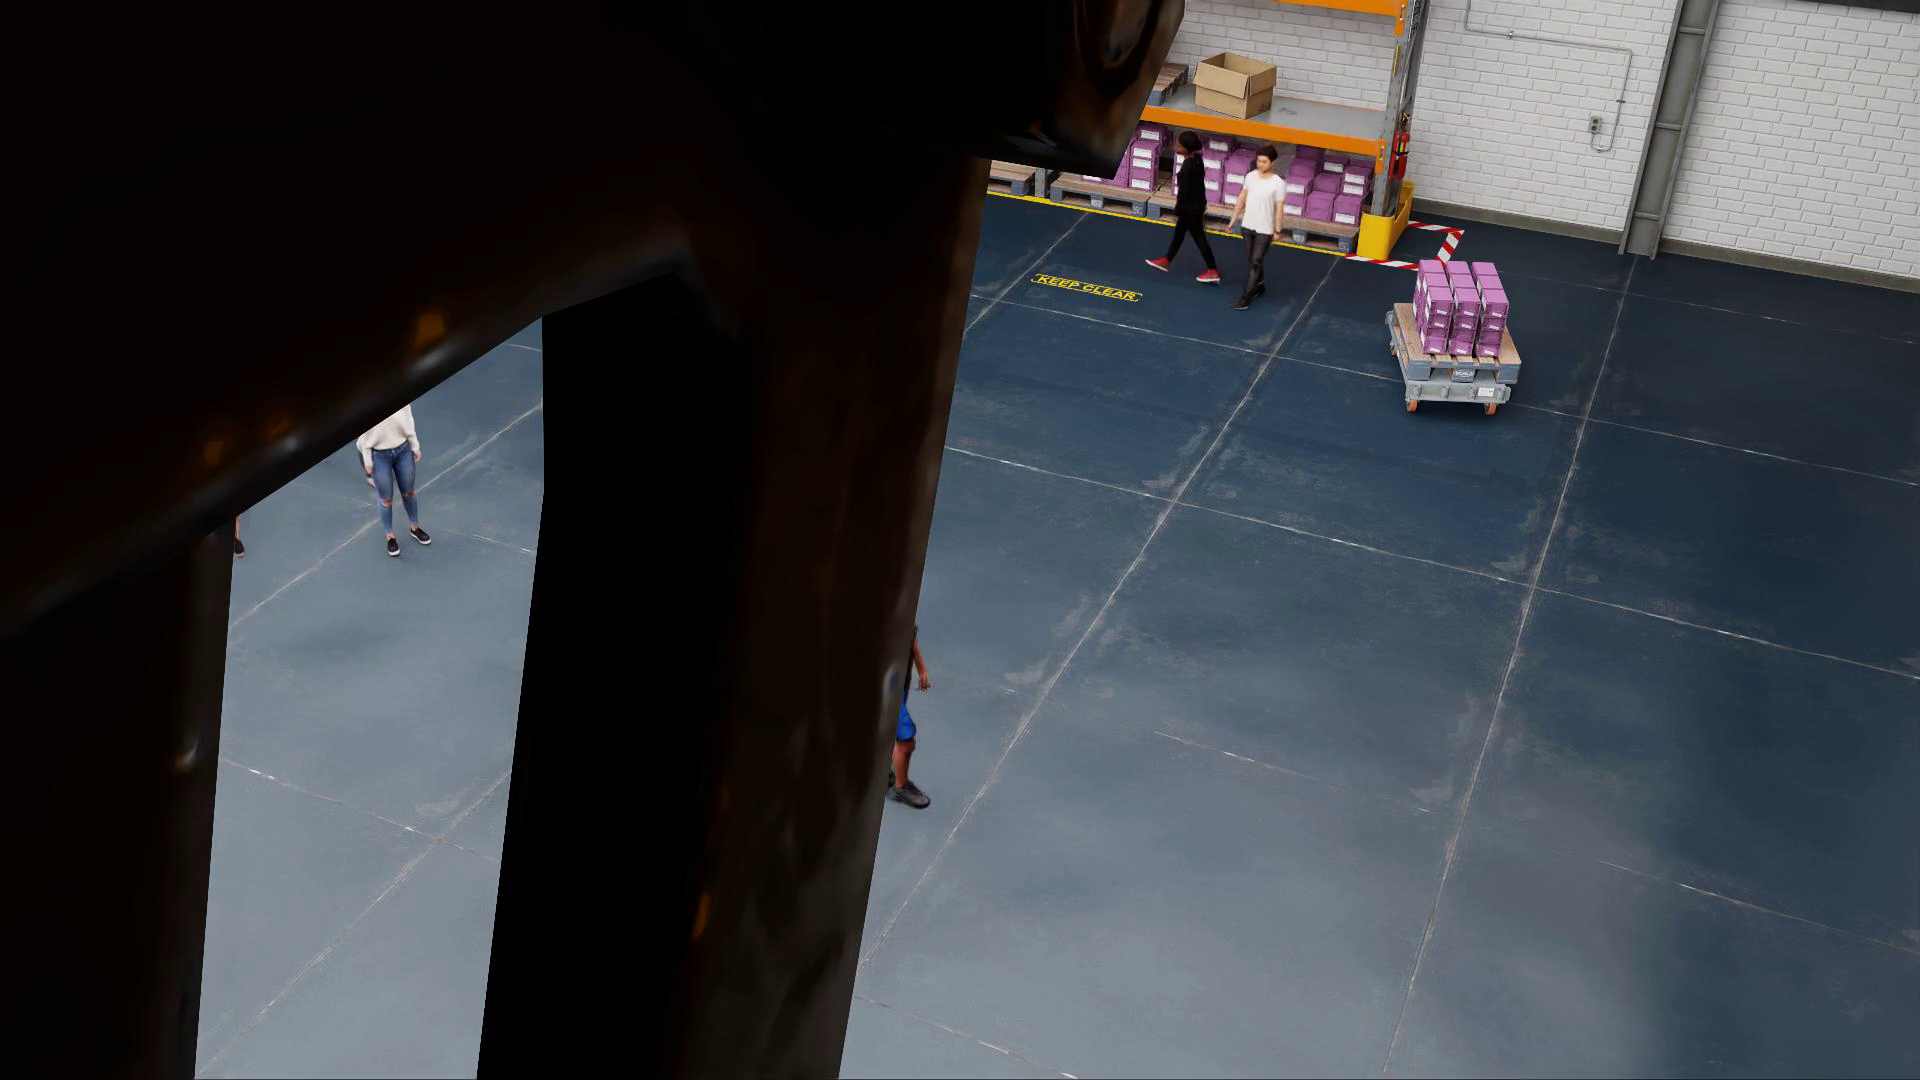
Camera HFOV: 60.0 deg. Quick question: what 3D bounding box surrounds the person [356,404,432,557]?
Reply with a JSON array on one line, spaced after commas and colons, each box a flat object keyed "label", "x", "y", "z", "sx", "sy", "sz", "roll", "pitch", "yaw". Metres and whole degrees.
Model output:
[{"label": "person", "x": -4.553, "y": -0.687, "z": 13.270, "sx": 0.705, "sy": 1.694, "sz": 0.719, "roll": -20, "pitch": 39, "yaw": -28}]

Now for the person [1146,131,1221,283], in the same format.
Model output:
[{"label": "person", "x": 2.540, "y": -3.486, "z": 17.535, "sx": 1.065, "sy": 1.635, "sz": 0.654, "roll": 15, "pitch": 37, "yaw": 22}]

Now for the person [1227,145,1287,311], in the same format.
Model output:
[{"label": "person", "x": 3.112, "y": -3.264, "z": 17.146, "sx": 0.915, "sy": 1.696, "sz": 0.954, "roll": -27, "pitch": 42, "yaw": -34}]

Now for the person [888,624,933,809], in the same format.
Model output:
[{"label": "person", "x": -0.531, "y": 0.914, "z": 10.784, "sx": 0.755, "sy": 1.779, "sz": 0.664, "roll": 16, "pitch": 37, "yaw": 23}]
